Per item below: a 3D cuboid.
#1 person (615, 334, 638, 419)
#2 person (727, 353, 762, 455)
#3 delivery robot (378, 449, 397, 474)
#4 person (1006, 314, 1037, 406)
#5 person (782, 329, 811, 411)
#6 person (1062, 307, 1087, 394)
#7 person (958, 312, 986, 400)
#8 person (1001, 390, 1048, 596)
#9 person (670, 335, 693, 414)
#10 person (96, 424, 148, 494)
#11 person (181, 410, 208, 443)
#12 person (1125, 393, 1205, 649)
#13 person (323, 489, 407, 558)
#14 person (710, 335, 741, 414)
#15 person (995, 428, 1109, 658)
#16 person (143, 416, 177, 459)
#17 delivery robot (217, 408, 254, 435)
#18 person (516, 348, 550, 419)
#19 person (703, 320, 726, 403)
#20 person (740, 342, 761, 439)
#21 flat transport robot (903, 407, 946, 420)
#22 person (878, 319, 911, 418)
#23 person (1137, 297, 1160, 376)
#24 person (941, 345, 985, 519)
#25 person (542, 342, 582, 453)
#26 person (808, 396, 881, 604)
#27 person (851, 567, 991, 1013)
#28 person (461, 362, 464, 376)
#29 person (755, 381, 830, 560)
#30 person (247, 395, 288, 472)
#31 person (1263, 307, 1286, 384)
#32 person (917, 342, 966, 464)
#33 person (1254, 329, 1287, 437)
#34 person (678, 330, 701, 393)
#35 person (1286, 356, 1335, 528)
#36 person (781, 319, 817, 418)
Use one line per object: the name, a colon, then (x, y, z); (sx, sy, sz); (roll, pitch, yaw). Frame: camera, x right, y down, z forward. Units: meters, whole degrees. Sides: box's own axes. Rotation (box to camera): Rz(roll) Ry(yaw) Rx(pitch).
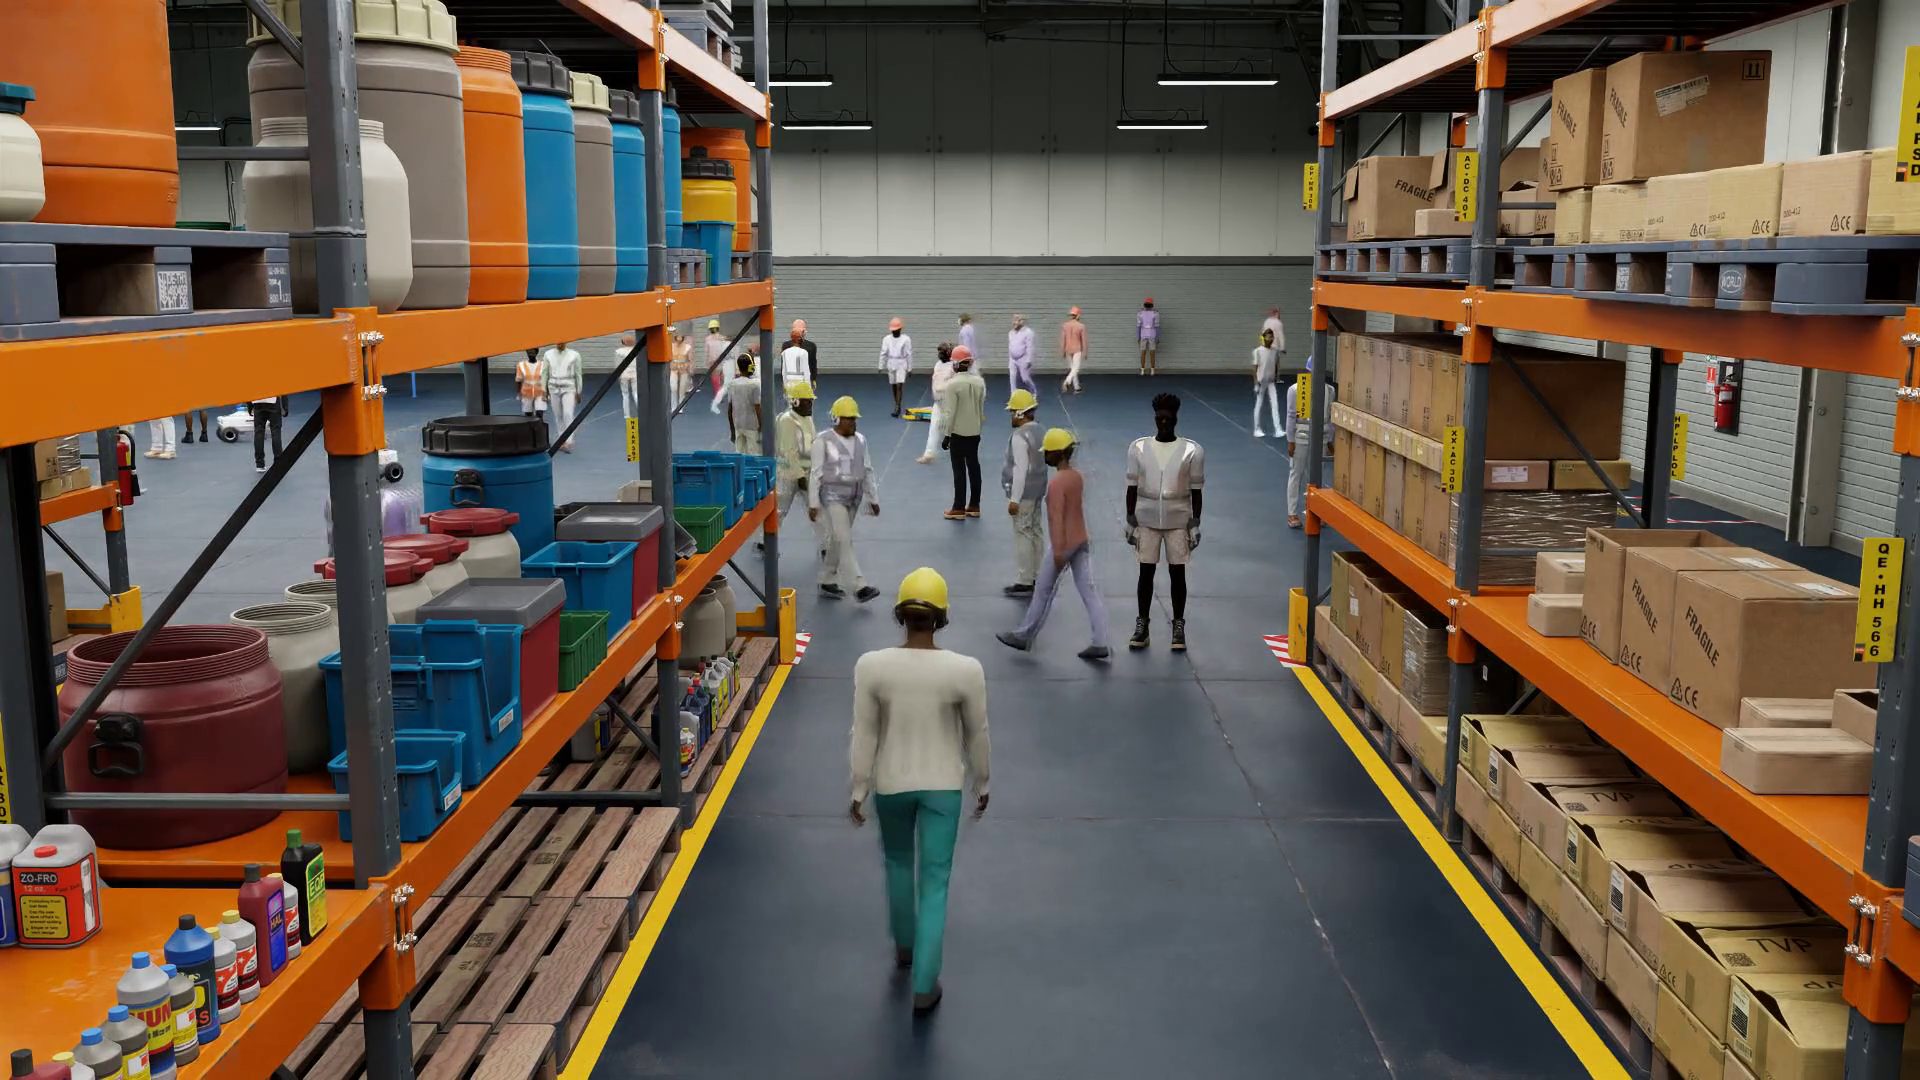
person: (-6.199, -3.064, 31.241); (0.525, 1.617, 0.555); (-4, 10, -23)
person: (-2.563, -1.317, 20.047); (0.516, 1.872, 0.327); (5, 11, 29)
delivery robot: (-7.958, -1.078, 22.390); (0.477, 0.478, 0.707); (7, 12, 38)
person: (1.284, -3.745, 34.525); (0.639, 1.889, 0.735); (7, 12, 37)
person: (-2.596, -2.424, 26.635); (0.573, 1.883, 0.353); (8, 12, 40)
person: (2.551, -4.262, 37.398); (0.631, 1.968, 0.874); (7, 12, 37)
person: (0.084, -3.905, 35.497); (1.033, 1.884, 0.633); (3, 10, 18)
person: (0.572, -0.425, 14.824); (0.404, 1.827, 0.600); (4, 10, 24)
person: (-5.465, -3.251, 32.393); (0.528, 1.604, 0.778); (-1, 10, -8)
person: (-10.590, -1.335, 20.932); (0.787, 1.596, 0.532); (7, 12, 37)
person: (-12.672, -2.576, 27.373); (0.353, 1.942, 0.543); (9, 13, 42)
person: (1.558, -0.147, 12.749); (0.608, 1.966, 0.365); (2, 10, 14)
person: (-3.680, 0.280, 10.432); (0.598, 1.892, 0.953); (3, 10, 15)
person: (-4.566, -3.330, 32.634); (0.916, 1.693, 0.478); (-8, 12, -40)
person: (0.727, 0.025, 12.451); (0.913, 1.717, 0.552); (6, 11, 31)
person: (-12.145, -2.153, 25.144); (0.633, 1.839, 0.429); (5, 10, 25)
delivery robot: (-11.956, -1.960, 27.677); (0.707, 0.478, 0.477); (-6, 11, -32)
person: (-6.877, -2.352, 26.842); (0.538, 1.677, 0.722); (-2, 10, -9)
person: (-5.164, -3.740, 34.929); (0.542, 1.749, 0.541); (5, 11, 27)
person: (-3.433, -2.499, 27.849); (0.446, 1.622, 0.529); (8, 12, 40)
flat transport robot: (-0.324, -2.362, 31.210); (1.431, 0.197, 0.652); (7, 12, 38)
person: (-1.223, -3.309, 31.986); (0.577, 1.881, 0.936); (3, 10, 17)
person: (4.932, -5.328, 43.542); (0.607, 2.048, 0.365); (3, 10, 15)
person: (0.027, -1.251, 19.274); (0.379, 1.996, 0.611); (9, 13, 42)
person: (-6.235, -2.348, 26.054); (0.609, 1.947, 0.488); (1, 10, 4)
person: (-0.942, -0.346, 14.455); (0.905, 1.784, 0.627); (8, 13, 41)
person: (-0.145, 0.968, 6.756); (0.546, 1.734, 0.795); (1, 10, 7)
person: (-12.908, -5.225, 43.523); (0.564, 1.847, 0.395); (-3, 10, -18)
person: (-1.628, -0.685, 16.539); (0.948, 1.791, 0.603); (4, 10, 23)
person: (-9.812, -1.921, 23.552); (0.592, 1.912, 0.381); (-1, 10, -4)
person: (7.657, -4.651, 39.980); (0.810, 1.873, 0.669); (-4, 10, -23)
person: (-0.170, -2.020, 24.490); (0.950, 1.798, 0.641); (-7, 12, -35)
person: (5.212, -2.626, 28.002); (0.548, 1.826, 0.926); (-4, 10, -22)
person: (-6.249, -4.273, 37.694); (0.639, 1.885, 0.652); (-3, 10, -17)
person: (3.927, -1.111, 18.613); (0.604, 1.936, 0.411); (-3, 10, -18)
person: (-2.704, -2.708, 27.994); (0.612, 1.997, 0.375); (-2, 10, -12)
